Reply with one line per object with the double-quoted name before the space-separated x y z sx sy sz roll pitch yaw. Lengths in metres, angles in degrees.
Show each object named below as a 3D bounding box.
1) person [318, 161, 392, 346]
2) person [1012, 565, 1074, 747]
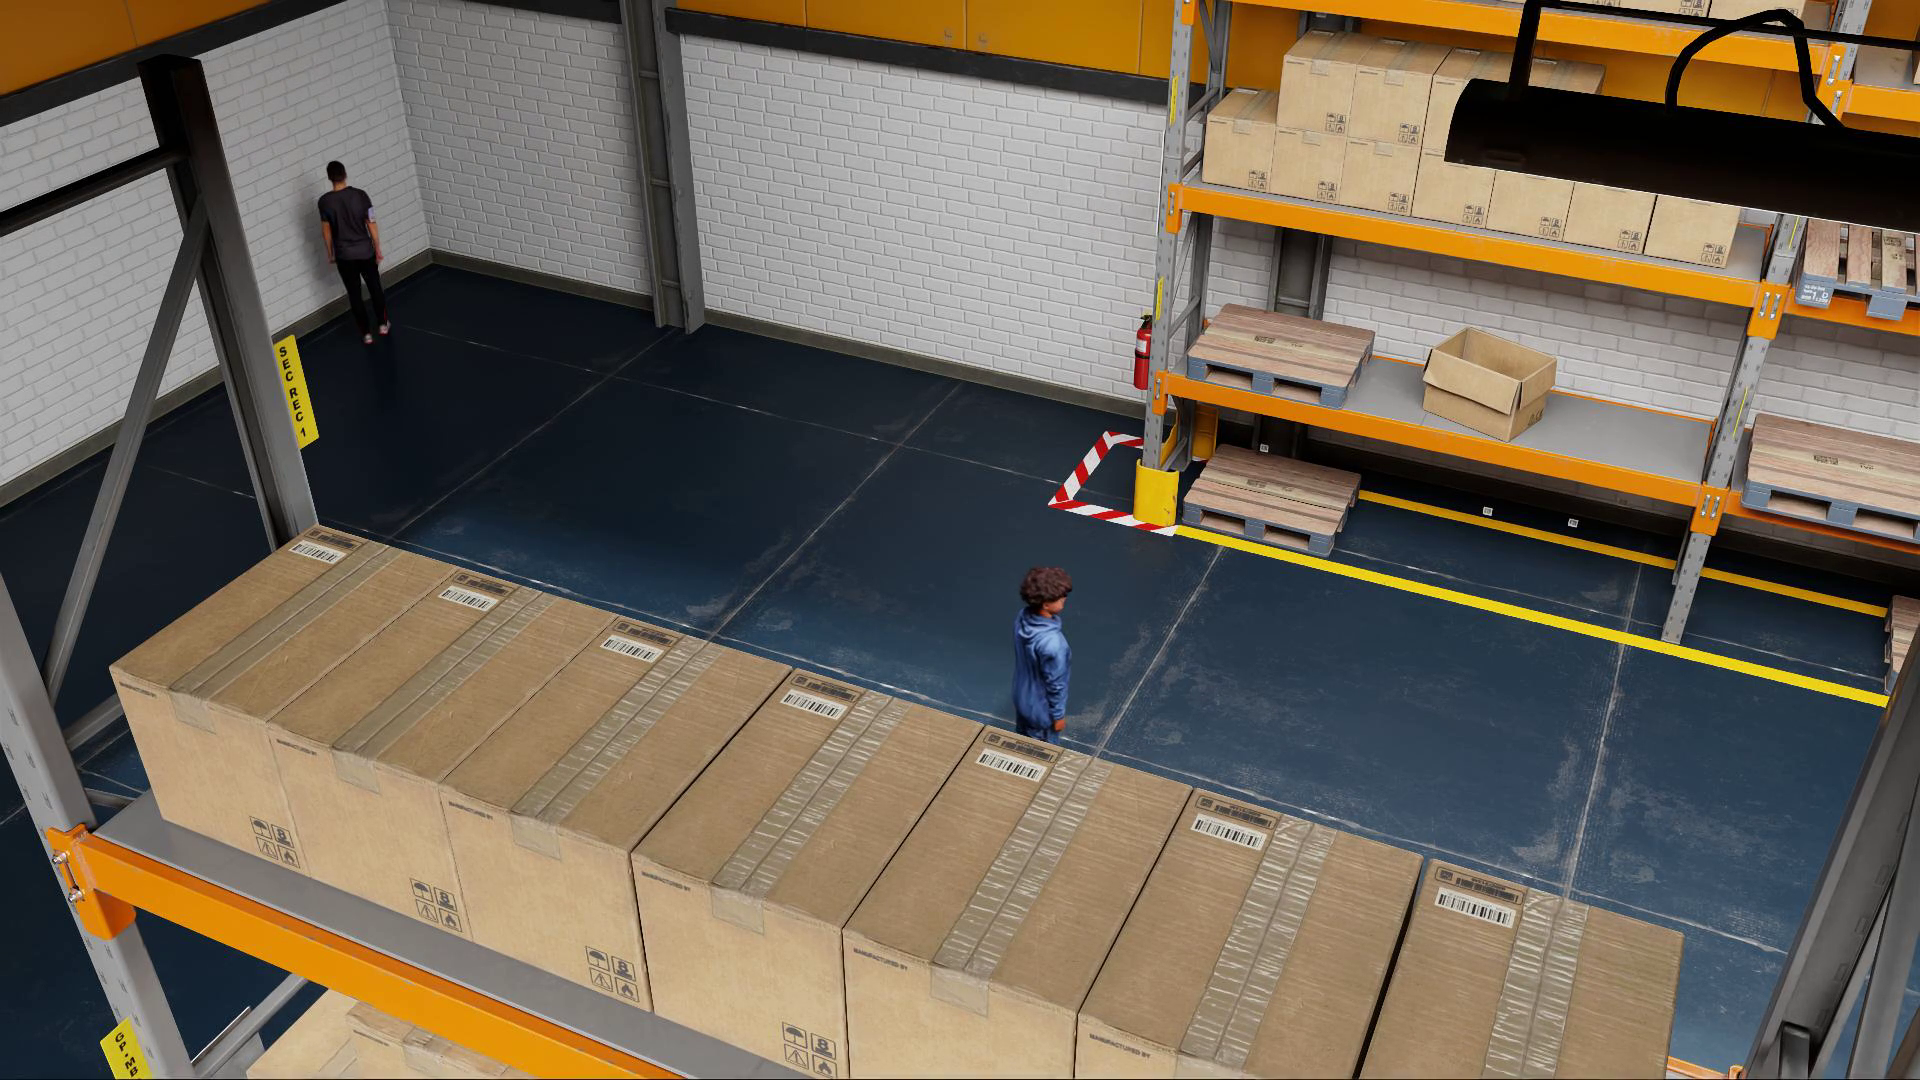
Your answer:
"person" -5.646 -2.659 15.512 0.784 1.758 0.833 -15 36 -21
"person" 0.478 0.941 10.054 0.809 1.803 0.740 -12 36 -18
